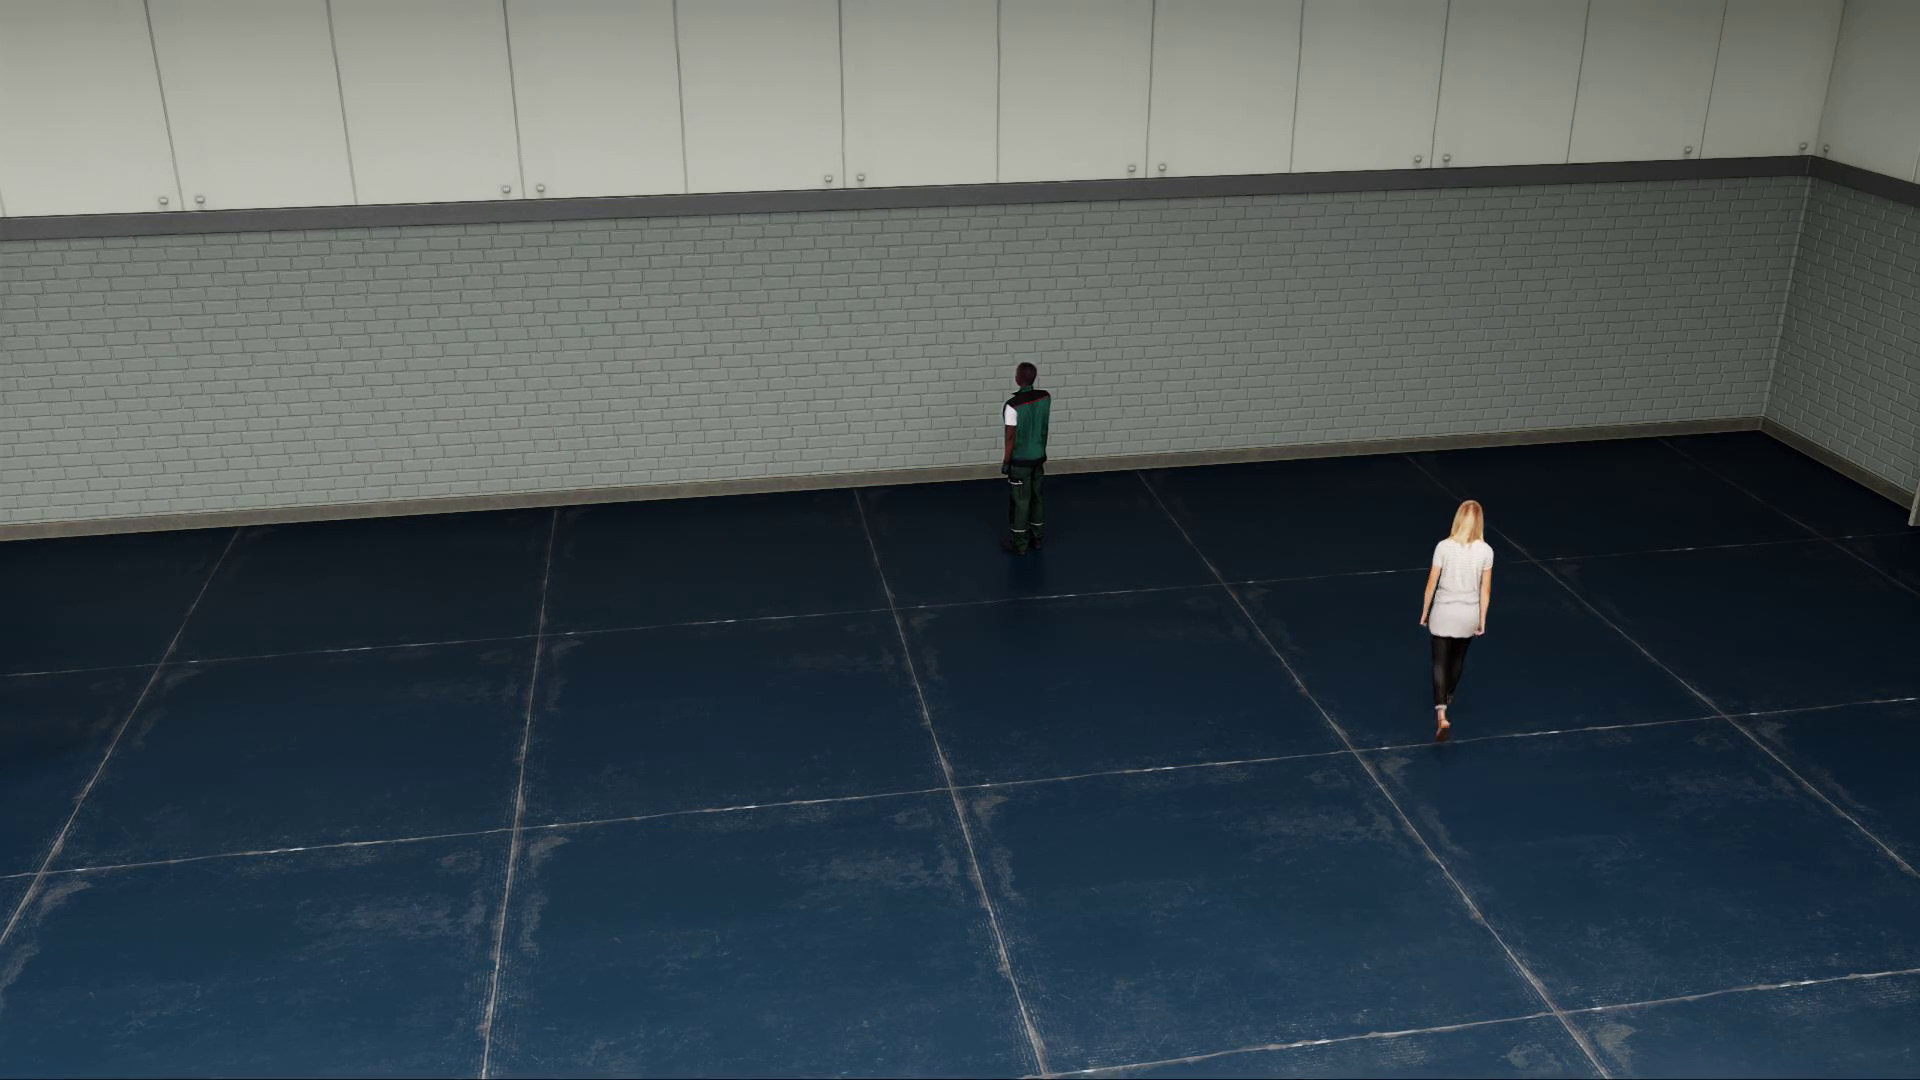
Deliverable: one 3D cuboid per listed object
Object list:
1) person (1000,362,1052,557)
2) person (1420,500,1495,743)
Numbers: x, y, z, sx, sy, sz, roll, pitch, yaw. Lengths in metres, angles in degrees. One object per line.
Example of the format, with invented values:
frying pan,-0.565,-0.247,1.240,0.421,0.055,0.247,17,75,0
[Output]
person,0.609,-0.759,15.299,0.782,1.839,0.788,-18,29,-36
person,3.622,0.610,12.130,0.903,1.799,1.207,5,23,11
